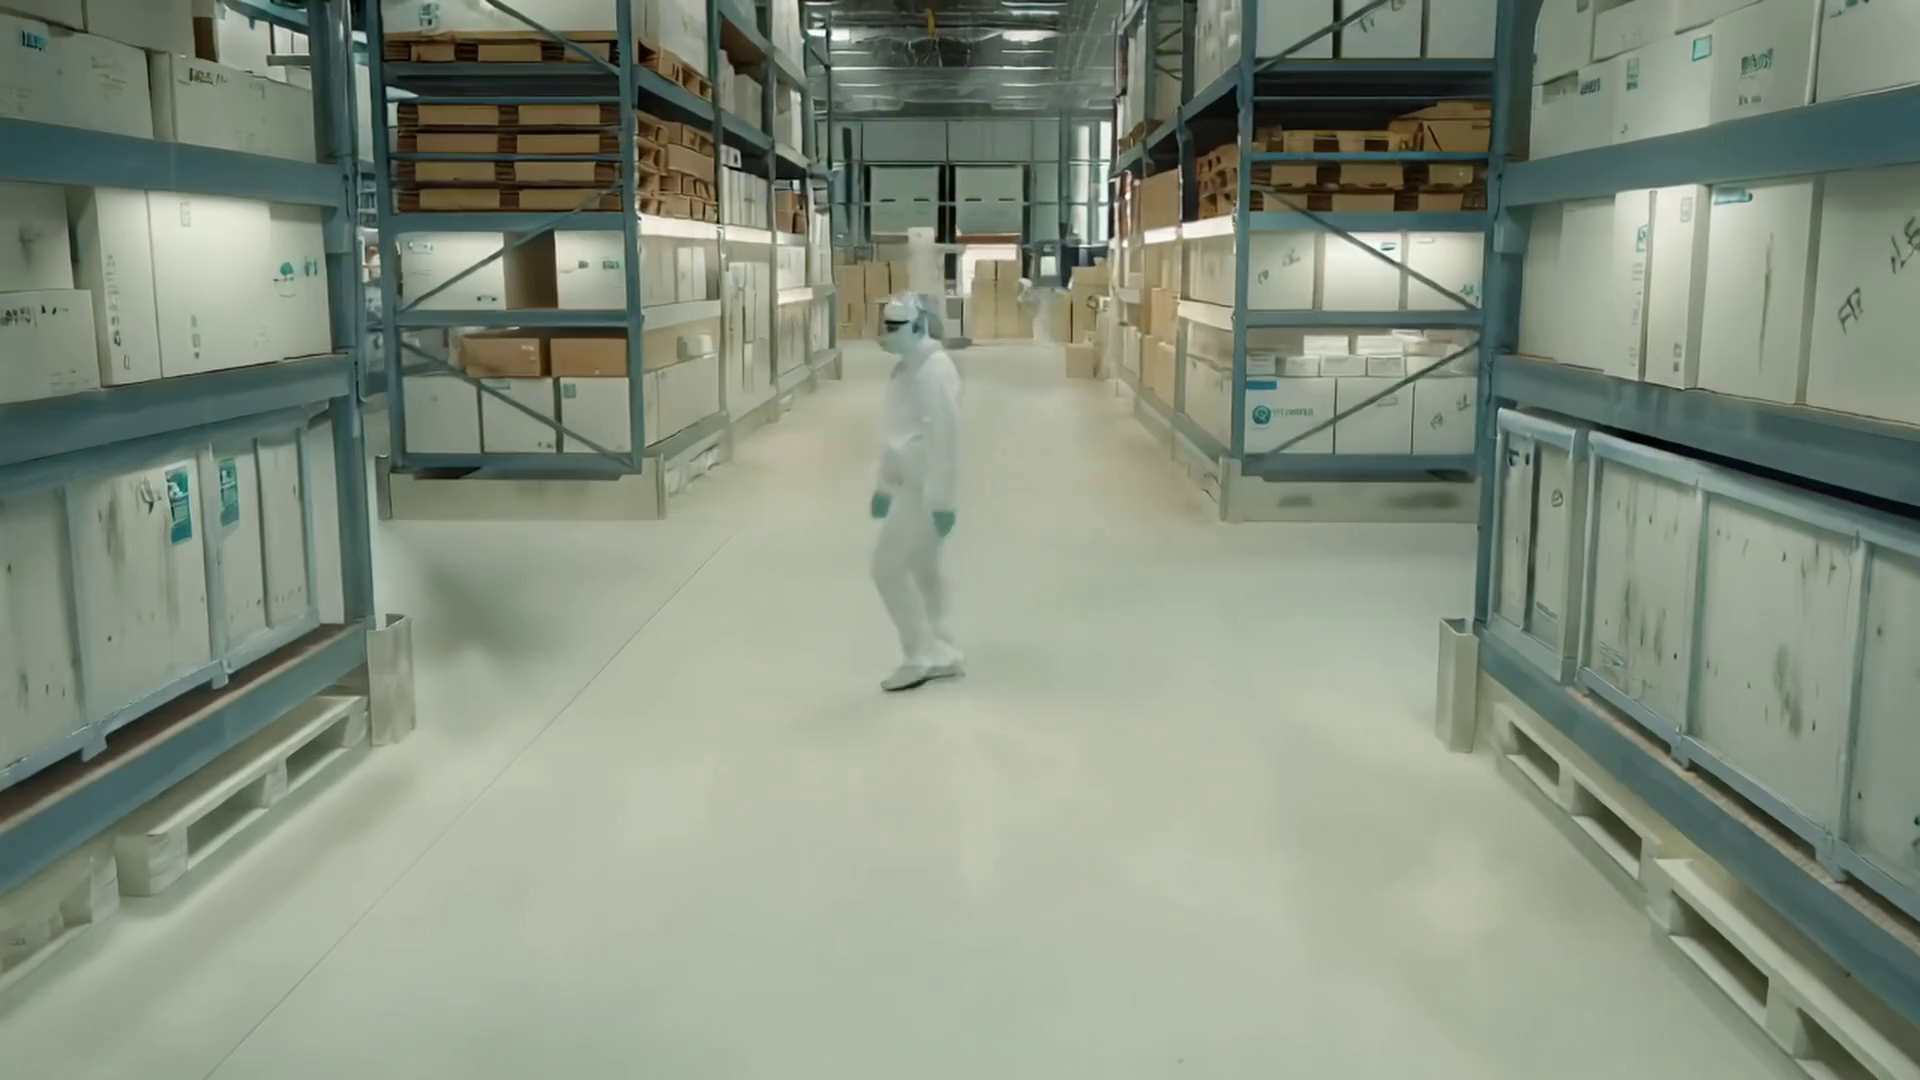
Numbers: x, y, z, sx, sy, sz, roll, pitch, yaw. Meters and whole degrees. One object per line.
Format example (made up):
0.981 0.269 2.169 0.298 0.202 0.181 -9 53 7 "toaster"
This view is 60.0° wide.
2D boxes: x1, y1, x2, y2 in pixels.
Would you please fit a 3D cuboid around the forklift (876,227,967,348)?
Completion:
-0.916 -5.836 38.522 1.873 2.768 1.129 -4 10 -25 "forklift"

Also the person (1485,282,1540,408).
3.966 -0.909 11.968 0.443 1.890 0.671 0 9 1 "person"

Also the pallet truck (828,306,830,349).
-3.100 -3.940 29.800 1.885 1.965 0.823 3 10 19 "pallet truck"

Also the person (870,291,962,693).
-0.245 -0.224 7.882 0.562 1.886 0.657 -1 10 -9 "person"

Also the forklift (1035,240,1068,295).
3.222 -9.565 60.854 1.129 2.768 1.873 -2 10 -14 "forklift"
